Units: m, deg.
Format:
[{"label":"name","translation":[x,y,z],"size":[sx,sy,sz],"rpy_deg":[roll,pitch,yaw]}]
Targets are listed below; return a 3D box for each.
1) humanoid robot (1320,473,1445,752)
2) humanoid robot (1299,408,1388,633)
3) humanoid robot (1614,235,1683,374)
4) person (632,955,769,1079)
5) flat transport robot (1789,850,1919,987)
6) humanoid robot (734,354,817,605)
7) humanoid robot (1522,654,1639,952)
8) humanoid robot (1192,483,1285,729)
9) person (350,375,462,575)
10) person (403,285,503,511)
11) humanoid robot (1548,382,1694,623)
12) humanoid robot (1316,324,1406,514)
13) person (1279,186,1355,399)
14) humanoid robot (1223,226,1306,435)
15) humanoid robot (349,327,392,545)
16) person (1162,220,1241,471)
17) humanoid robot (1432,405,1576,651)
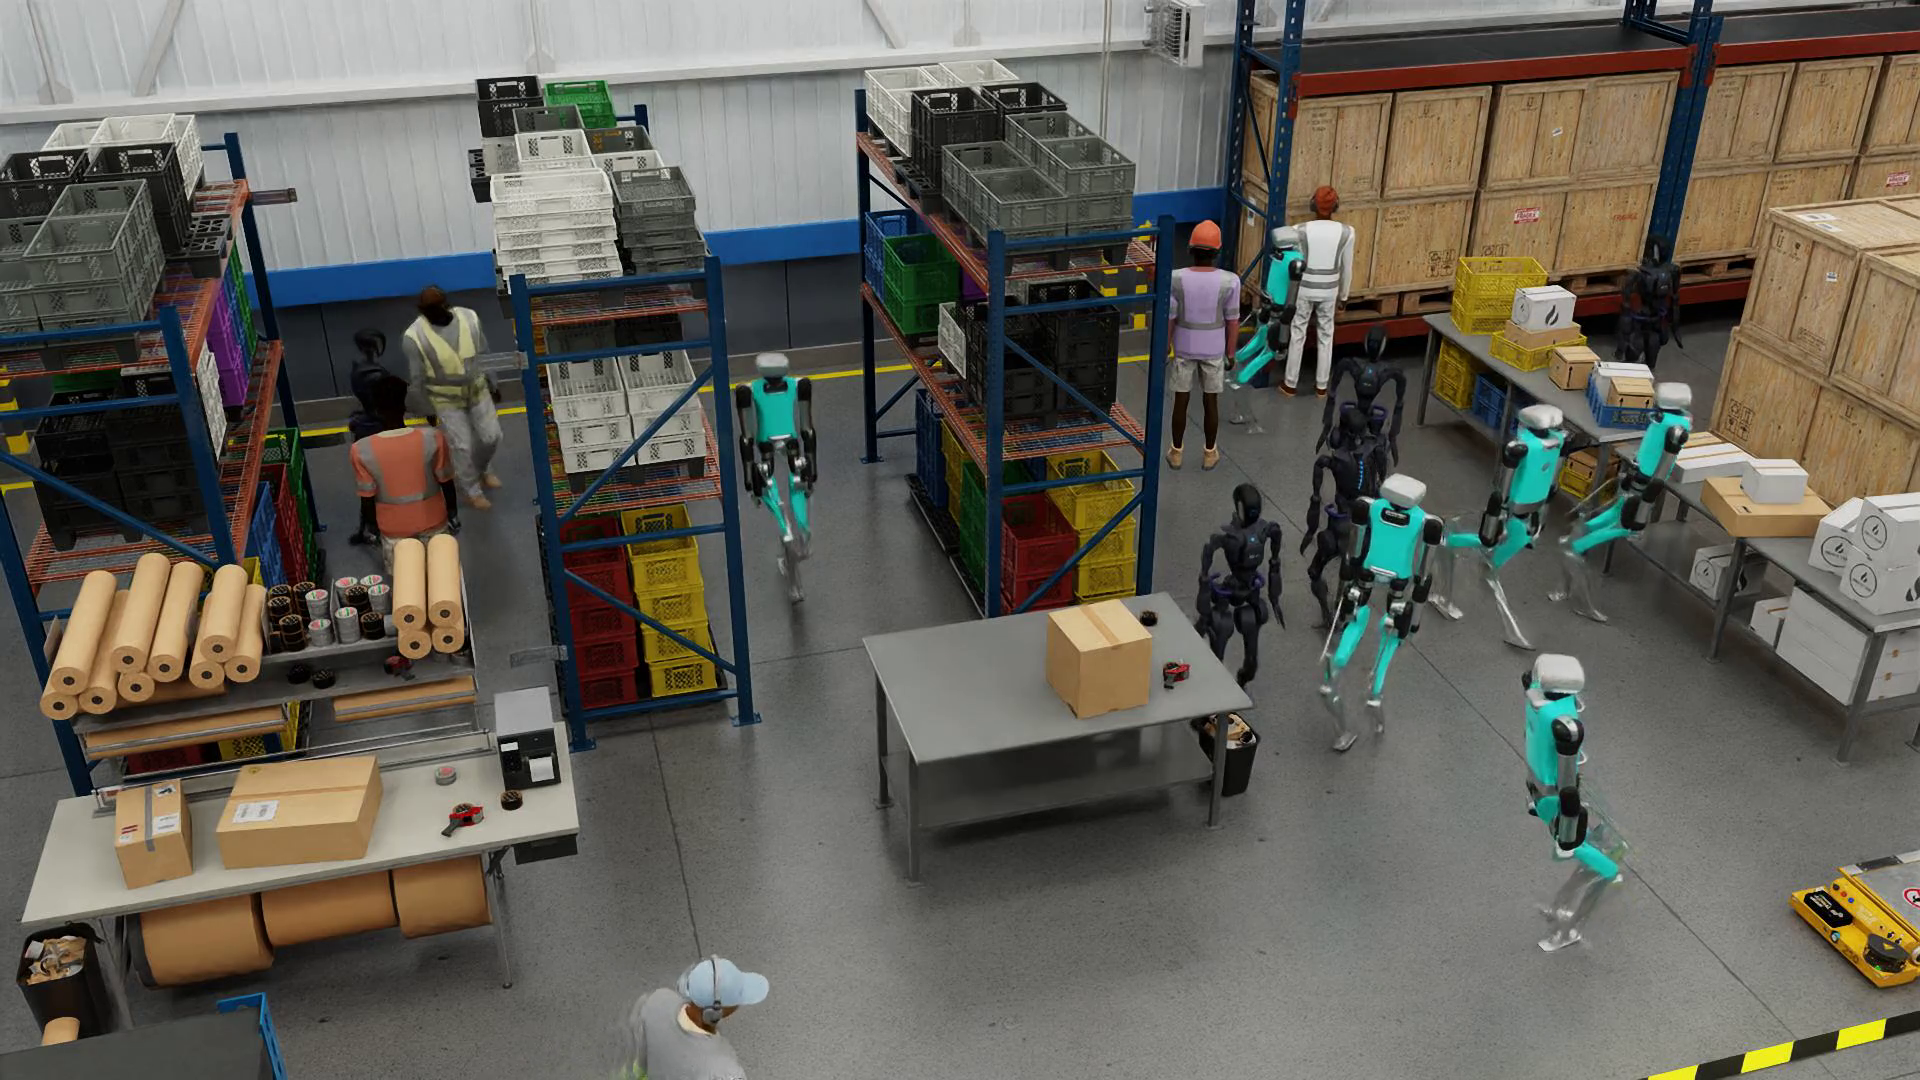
[{"label":"humanoid robot","translation":[2.404,0.523,9.713],"size":[0.559,1.814,0.723],"rpy_deg":[14,32,24]},{"label":"humanoid robot","translation":[2.530,-0.097,10.868],"size":[0.589,1.643,0.361],"rpy_deg":[-9,30,-16]},{"label":"humanoid robot","translation":[5.733,-1.750,13.879],"size":[0.599,1.653,0.387],"rpy_deg":[-9,30,-16]},{"label":"person","translation":[-0.966,2.303,6.387],"size":[0.940,1.791,0.594],"rpy_deg":[-17,33,-28]},{"label":"flat transport robot","translation":[5.163,1.916,8.676],"size":[1.431,0.231,0.659],"rpy_deg":[-8,30,-14]},{"label":"humanoid robot","translation":[-1.164,-0.313,11.291],"size":[0.532,1.773,1.066],"rpy_deg":[-9,30,-16]},{"label":"humanoid robot","translation":[3.085,1.336,8.219],"size":[0.802,1.768,0.551],"rpy_deg":[-1,29,-3]},{"label":"humanoid robot","translation":[1.670,0.397,10.007],"size":[0.609,1.650,0.488],"rpy_deg":[-12,31,-20]},{"label":"person","translation":[-3.506,-0.135,10.646],"size":[0.605,1.965,0.368],"rpy_deg":[-12,31,-21]},{"label":"person","translation":[-3.775,-1.073,12.517],"size":[0.445,1.812,0.652],"rpy_deg":[25,38,38]},{"label":"humanoid robot","translation":[4.290,-0.231,11.065],"size":[0.819,1.788,0.563],"rpy_deg":[5,29,9]},{"label":"humanoid robot","translation":[2.933,-0.815,12.175],"size":[0.599,1.642,0.478],"rpy_deg":[9,30,15]},{"label":"person","translation":[3.076,-2.129,14.364],"size":[0.570,1.877,0.338],"rpy_deg":[2,29,4]},{"label":"humanoid robot","translation":[2.421,-1.698,13.713],"size":[0.696,1.770,0.544],"rpy_deg":[-6,29,-11]},{"label":"humanoid robot","translation":[-4.229,-0.741,12.081],"size":[0.665,1.624,0.600],"rpy_deg":[-16,32,-26]},{"label":"person","translation":[1.870,-1.512,13.073],"size":[0.604,2.045,0.374],"rpy_deg":[4,29,7]},{"label":"humanoid robot","translation":[3.501,-0.156,10.963],"size":[0.533,1.755,1.034],"rpy_deg":[-14,32,-23]}]
